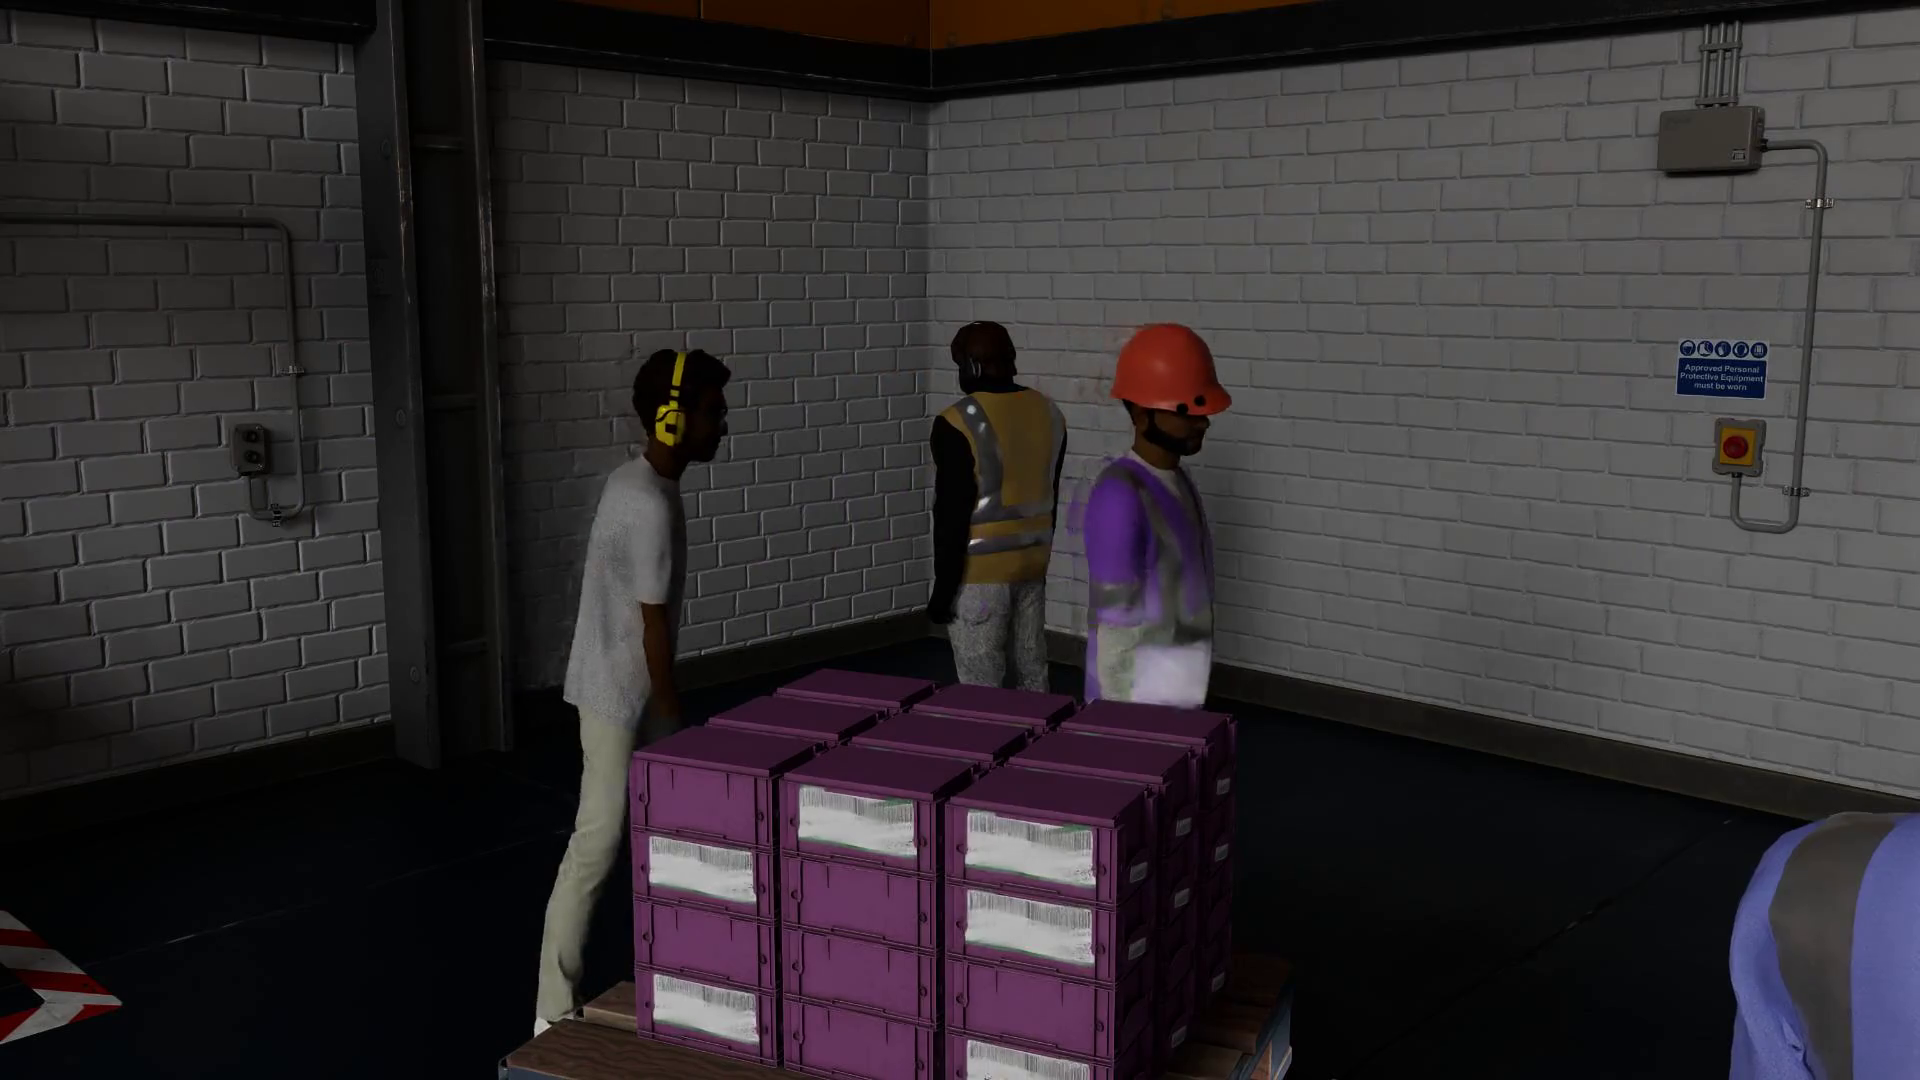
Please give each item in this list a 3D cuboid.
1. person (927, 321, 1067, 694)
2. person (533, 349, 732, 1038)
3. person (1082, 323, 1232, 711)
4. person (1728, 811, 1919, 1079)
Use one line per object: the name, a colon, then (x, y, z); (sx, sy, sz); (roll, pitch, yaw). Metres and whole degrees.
person: (0.109, 0.120, 6.110); (0.430, 1.837, 0.623); (9, 13, 44)
person: (-0.747, 0.433, 4.223); (0.801, 1.818, 0.510); (-1, 9, -5)
person: (0.410, 0.396, 4.237); (0.801, 1.902, 0.561); (4, 10, 22)
person: (0.885, 0.851, 1.342); (0.375, 1.927, 0.543); (-6, 11, -34)
